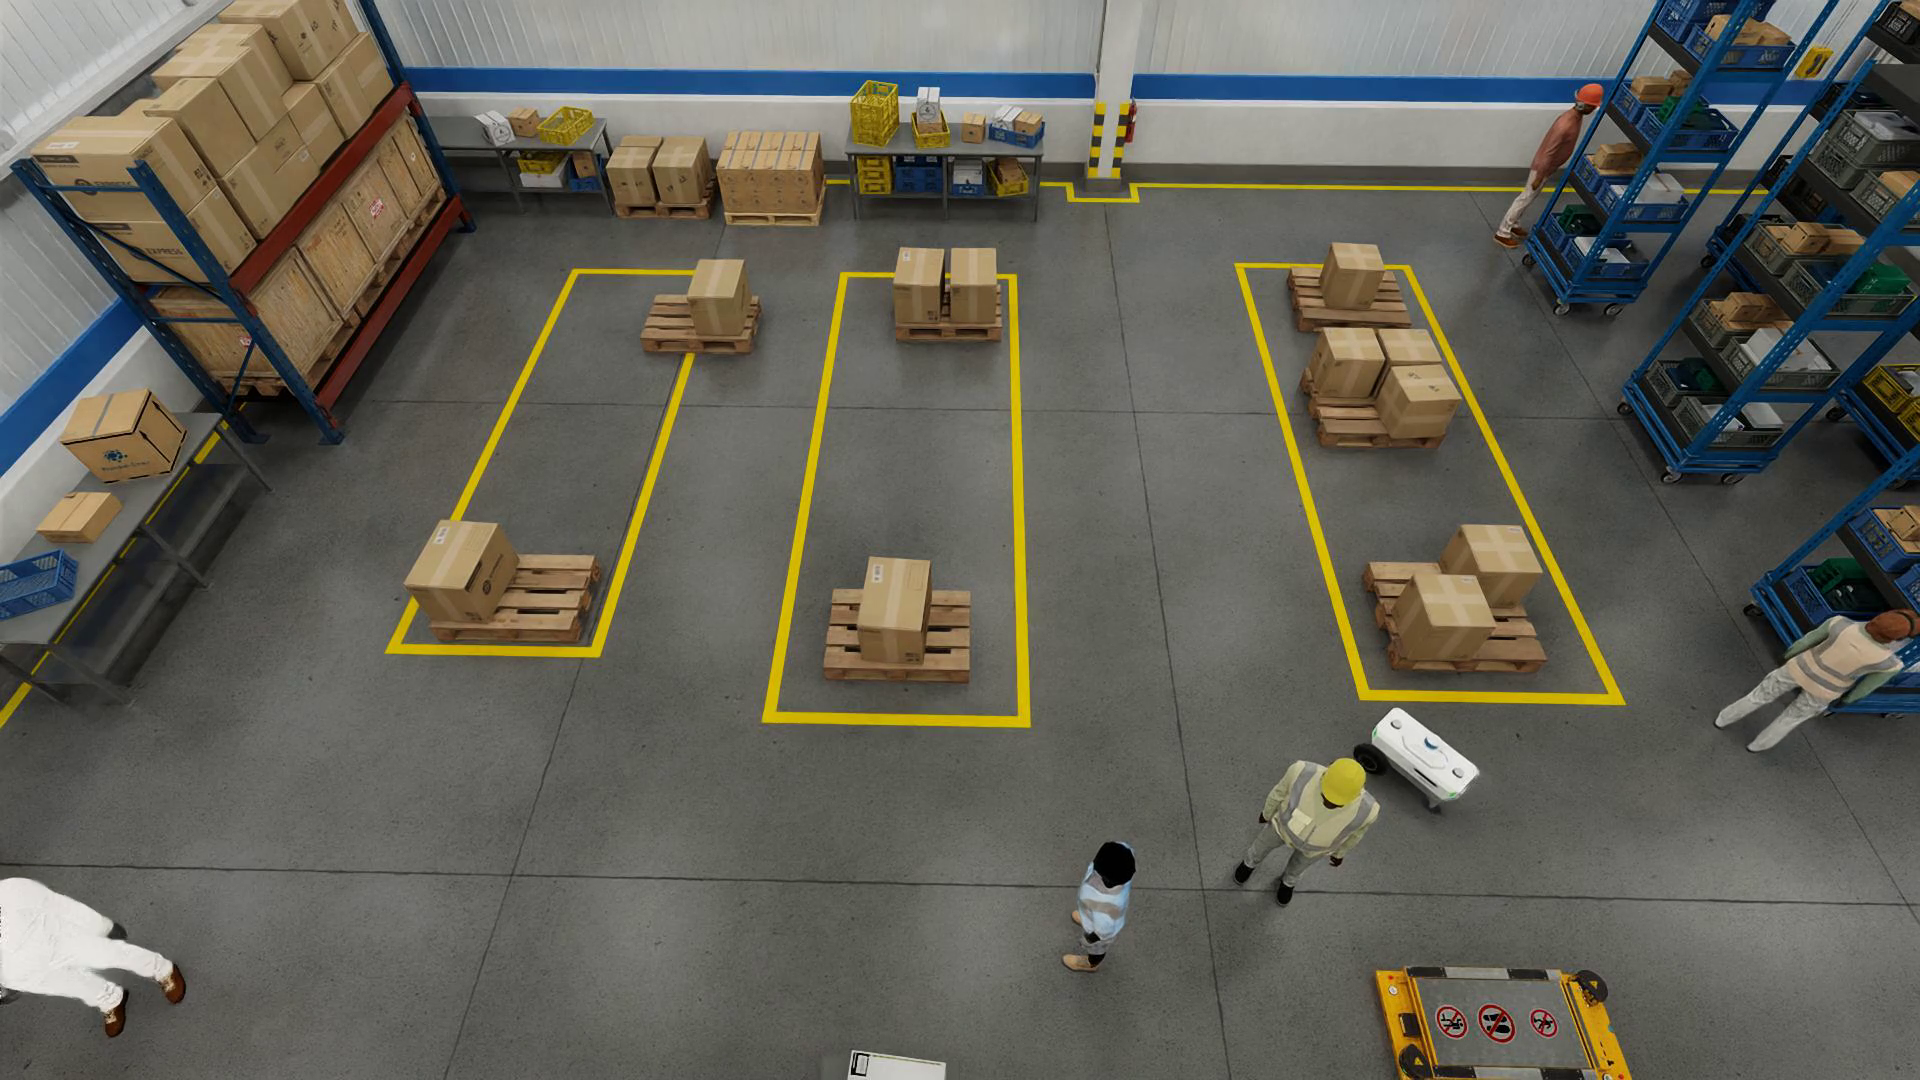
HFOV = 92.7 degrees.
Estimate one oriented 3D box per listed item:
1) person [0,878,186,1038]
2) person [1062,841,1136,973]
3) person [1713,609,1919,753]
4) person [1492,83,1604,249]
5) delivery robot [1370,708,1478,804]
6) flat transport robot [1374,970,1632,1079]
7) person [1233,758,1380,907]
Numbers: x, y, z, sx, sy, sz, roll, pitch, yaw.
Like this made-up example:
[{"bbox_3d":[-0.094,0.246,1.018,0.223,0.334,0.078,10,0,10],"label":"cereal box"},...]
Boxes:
[{"bbox_3d":[-5.429,2.460,5.417,0.694,1.905,0.397,-29,57,-22],"label":"person"},{"bbox_3d":[0.872,2.279,5.696,0.318,1.696,0.537,14,52,11],"label":"person"},{"bbox_3d":[6.298,1.031,6.759,0.326,1.630,0.520,-23,54,-17],"label":"person"},{"bbox_3d":[7.095,-4.487,11.032,0.415,1.985,0.611,35,59,25],"label":"person"},{"bbox_3d":[3.482,1.618,6.909,0.477,0.478,0.707,-34,58,-24],"label":"delivery robot"},{"bbox_3d":[3.501,3.133,5.914,1.431,0.197,0.652,1,51,1],"label":"flat transport robot"},{"bbox_3d":[2.234,1.883,5.932,0.589,1.834,0.403,25,55,19],"label":"person"}]
